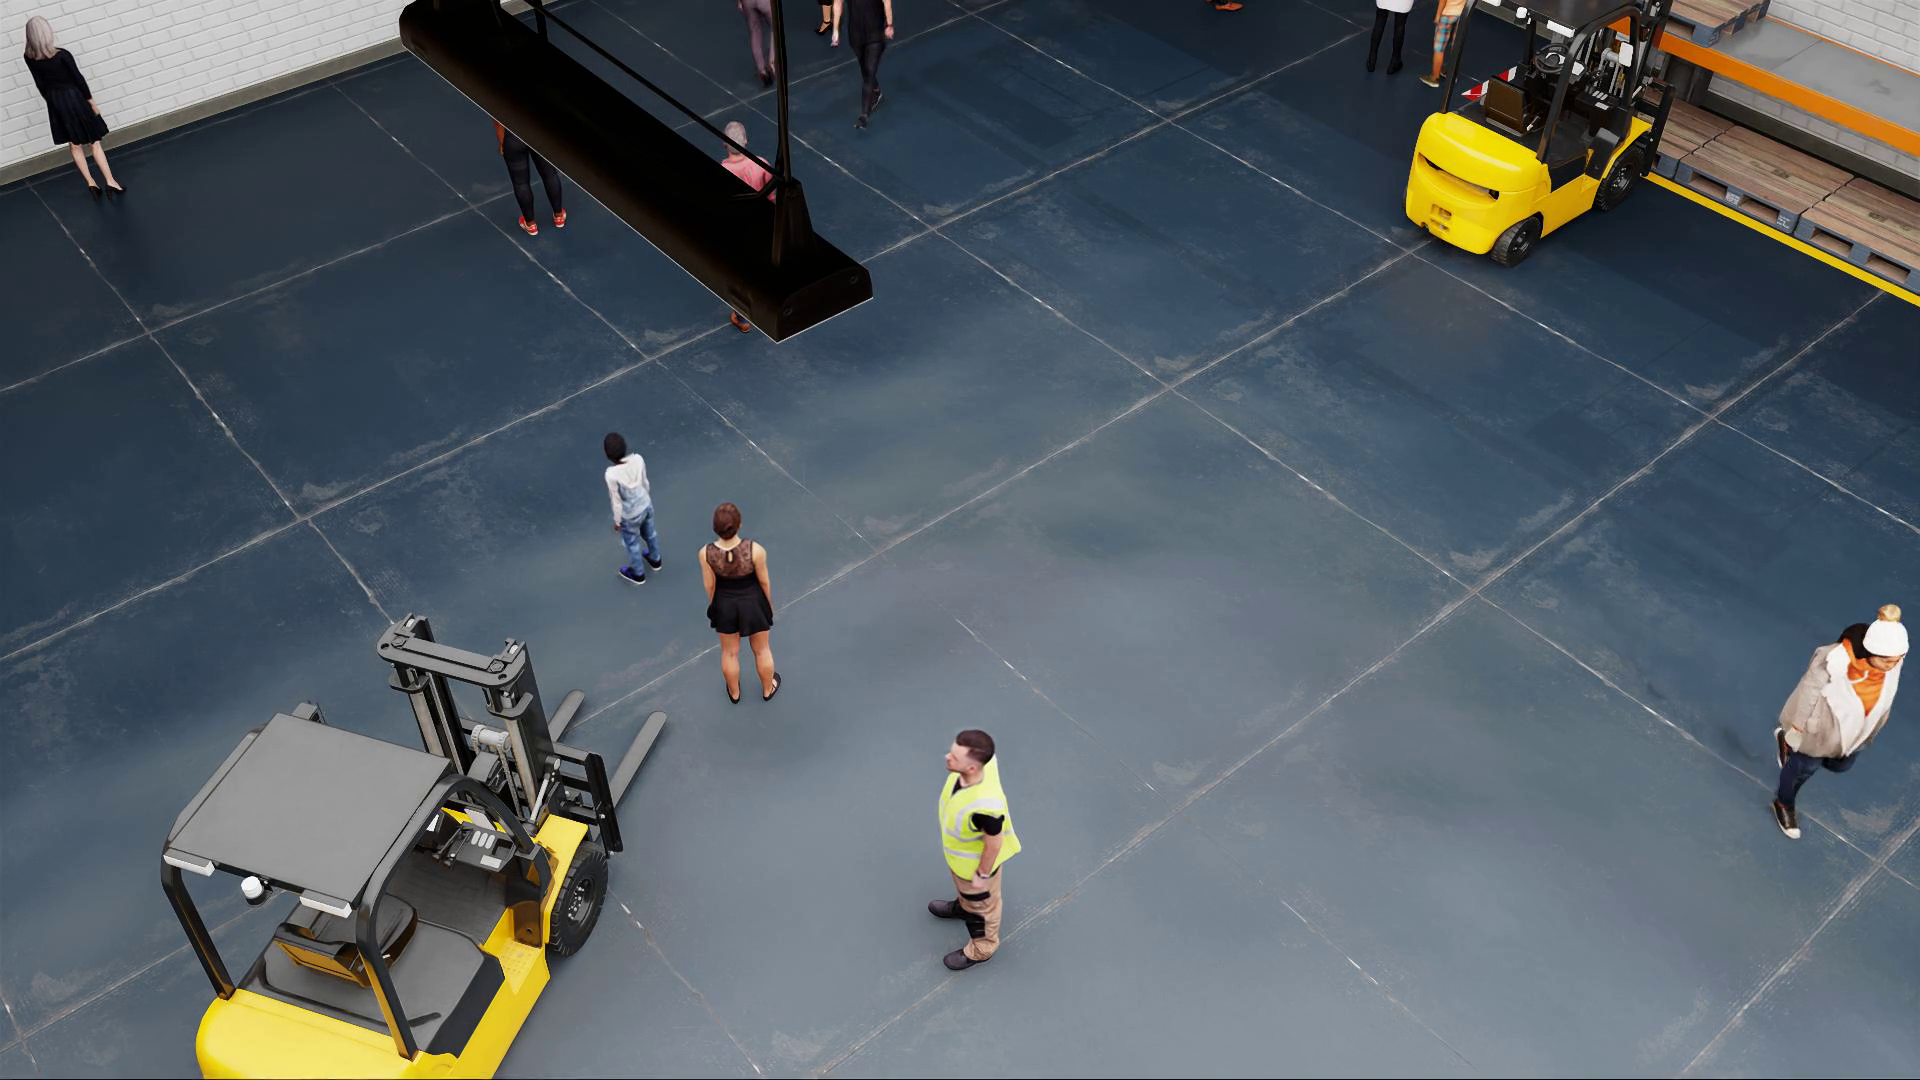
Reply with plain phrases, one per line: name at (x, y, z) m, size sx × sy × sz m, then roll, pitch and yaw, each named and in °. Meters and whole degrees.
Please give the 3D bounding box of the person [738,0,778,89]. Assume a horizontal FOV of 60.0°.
person at (-2.001, -5.189, 16.304) m, size 0.732 × 1.652 × 0.797 m, roll 6°, pitch 44°, yaw 7°

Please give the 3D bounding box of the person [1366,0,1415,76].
person at (4.332, -5.511, 16.529) m, size 0.614 × 1.807 × 0.744 m, roll 17°, pitch 46°, yaw 18°

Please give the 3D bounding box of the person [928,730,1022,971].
person at (0.069, 1.639, 8.996) m, size 0.905 × 1.846 × 0.829 m, roll -6°, pitch 44°, yaw -6°

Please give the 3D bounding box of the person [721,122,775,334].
person at (-1.726, -2.506, 13.359) m, size 0.744 × 1.830 × 0.668 m, roll -16°, pitch 46°, yaw -16°

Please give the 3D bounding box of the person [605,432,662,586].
person at (-2.249, -0.229, 11.382) m, size 0.518 × 1.259 × 0.504 m, roll 30°, pitch 51°, yaw 28°

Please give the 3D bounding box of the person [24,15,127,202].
person at (-7.920, -3.846, 14.826) m, size 0.705 × 1.746 × 0.745 m, roll -2°, pitch 44°, yaw -2°

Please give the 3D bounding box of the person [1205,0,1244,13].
person at (2.833, -6.525, 17.605) m, size 0.770 × 1.791 × 0.624 m, roll -14°, pitch 45°, yaw -14°

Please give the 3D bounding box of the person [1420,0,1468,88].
person at (4.891, -5.211, 16.468) m, size 0.571 × 1.457 × 0.570 m, roll -16°, pitch 46°, yaw -16°

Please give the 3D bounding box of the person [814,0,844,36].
person at (-1.419, -6.107, 17.118) m, size 0.628 × 1.857 × 0.682 m, roll 24°, pitch 48°, yaw 23°

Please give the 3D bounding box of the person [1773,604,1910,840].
person at (5.058, 0.943, 9.698) m, size 0.991 × 1.886 × 1.069 m, roll -9°, pitch 44°, yaw -9°

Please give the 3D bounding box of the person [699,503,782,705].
person at (-1.382, 0.405, 10.416) m, size 0.679 × 1.674 × 0.724 m, roll -2°, pitch 44°, yaw -2°

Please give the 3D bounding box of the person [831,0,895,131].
person at (-0.887, -4.919, 15.900) m, size 1.206 × 1.818 × 1.153 m, roll 11°, pitch 45°, yaw 12°
